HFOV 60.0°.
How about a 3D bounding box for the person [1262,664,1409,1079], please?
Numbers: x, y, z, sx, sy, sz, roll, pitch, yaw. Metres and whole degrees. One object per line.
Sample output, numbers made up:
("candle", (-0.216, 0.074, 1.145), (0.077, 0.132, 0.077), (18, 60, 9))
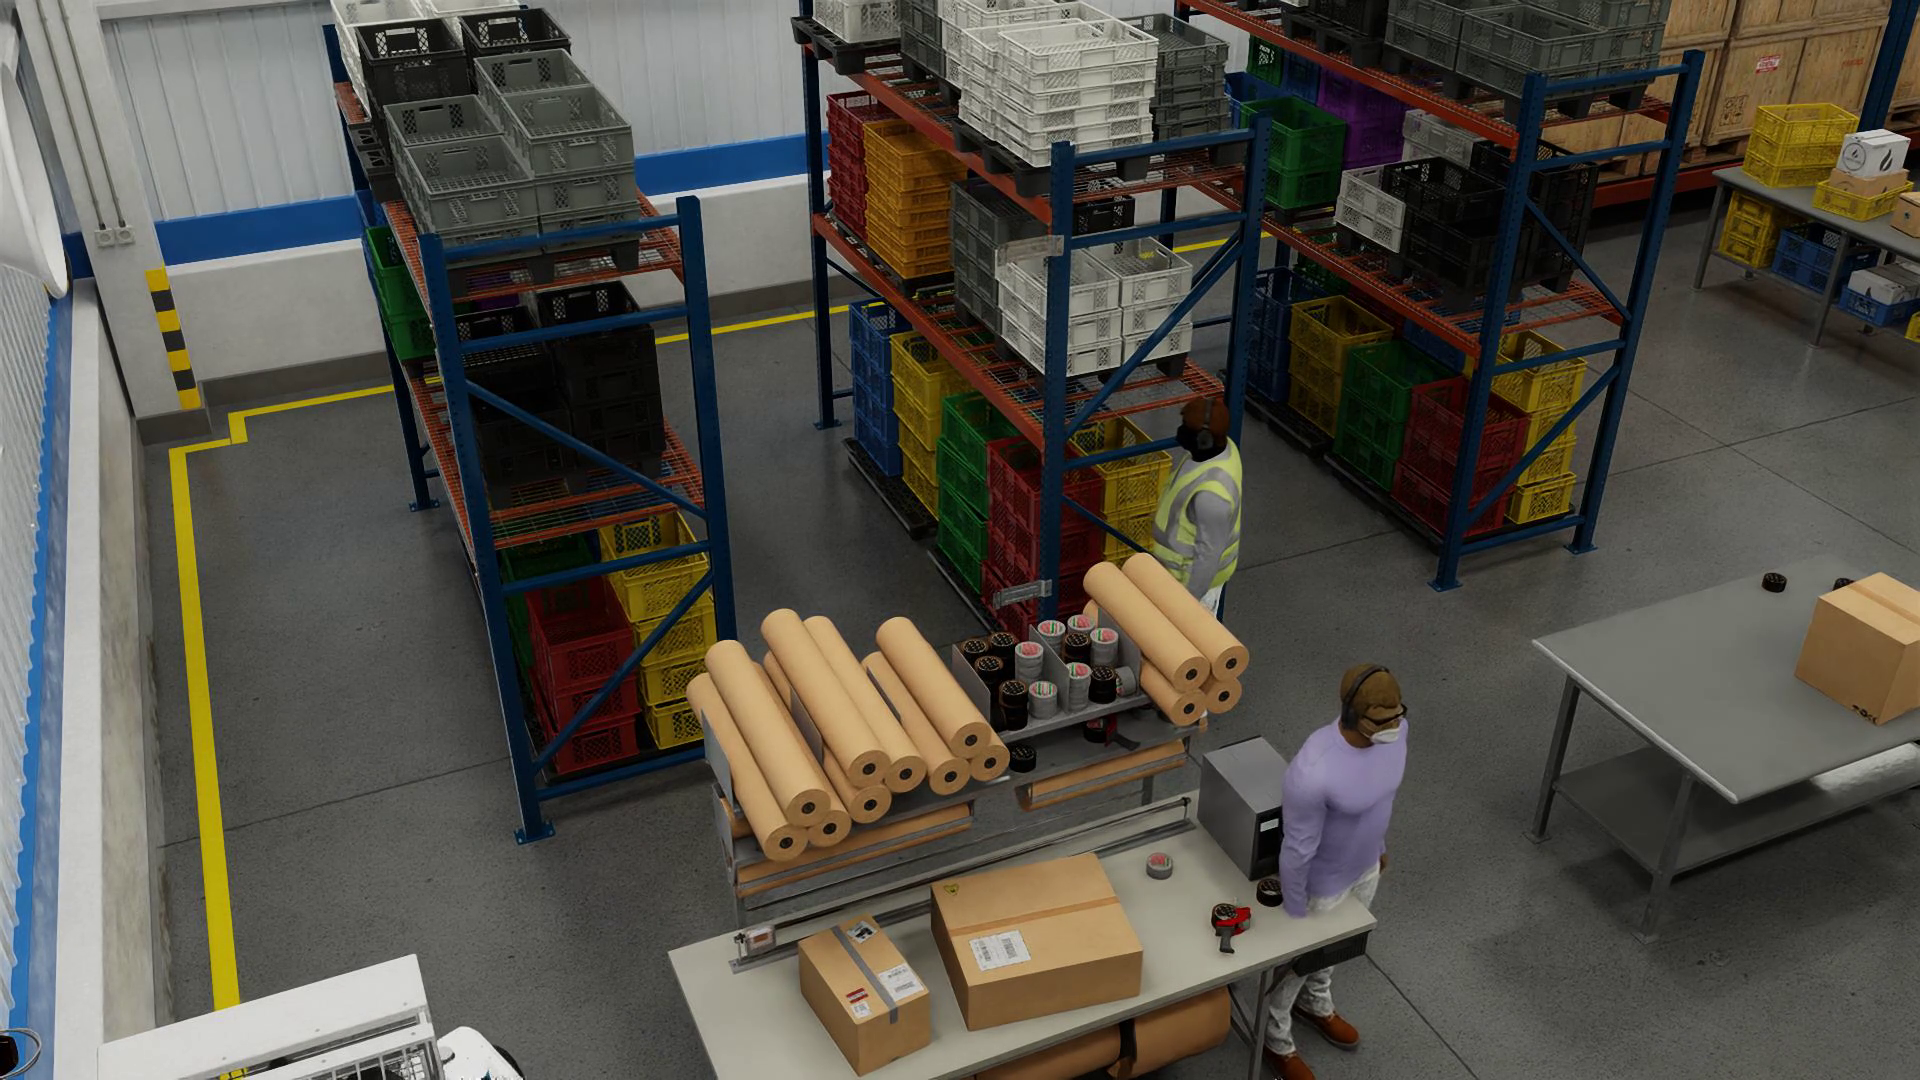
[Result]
("person", (1.425, 1.256, 6.326), (0.631, 1.938, 0.362), (-26, 40, -35))

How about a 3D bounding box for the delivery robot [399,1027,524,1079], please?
("delivery robot", (-1.758, 2.124, 6.140), (0.477, 0.478, 0.707), (-27, 41, -37))

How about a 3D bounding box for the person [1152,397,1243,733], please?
("person", (1.157, 0.128, 8.248), (0.429, 1.845, 0.620), (4, 32, 7))

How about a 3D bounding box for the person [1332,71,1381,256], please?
("person", (3.252, -3.183, 13.589), (0.575, 1.883, 0.355), (-8, 33, -13))
